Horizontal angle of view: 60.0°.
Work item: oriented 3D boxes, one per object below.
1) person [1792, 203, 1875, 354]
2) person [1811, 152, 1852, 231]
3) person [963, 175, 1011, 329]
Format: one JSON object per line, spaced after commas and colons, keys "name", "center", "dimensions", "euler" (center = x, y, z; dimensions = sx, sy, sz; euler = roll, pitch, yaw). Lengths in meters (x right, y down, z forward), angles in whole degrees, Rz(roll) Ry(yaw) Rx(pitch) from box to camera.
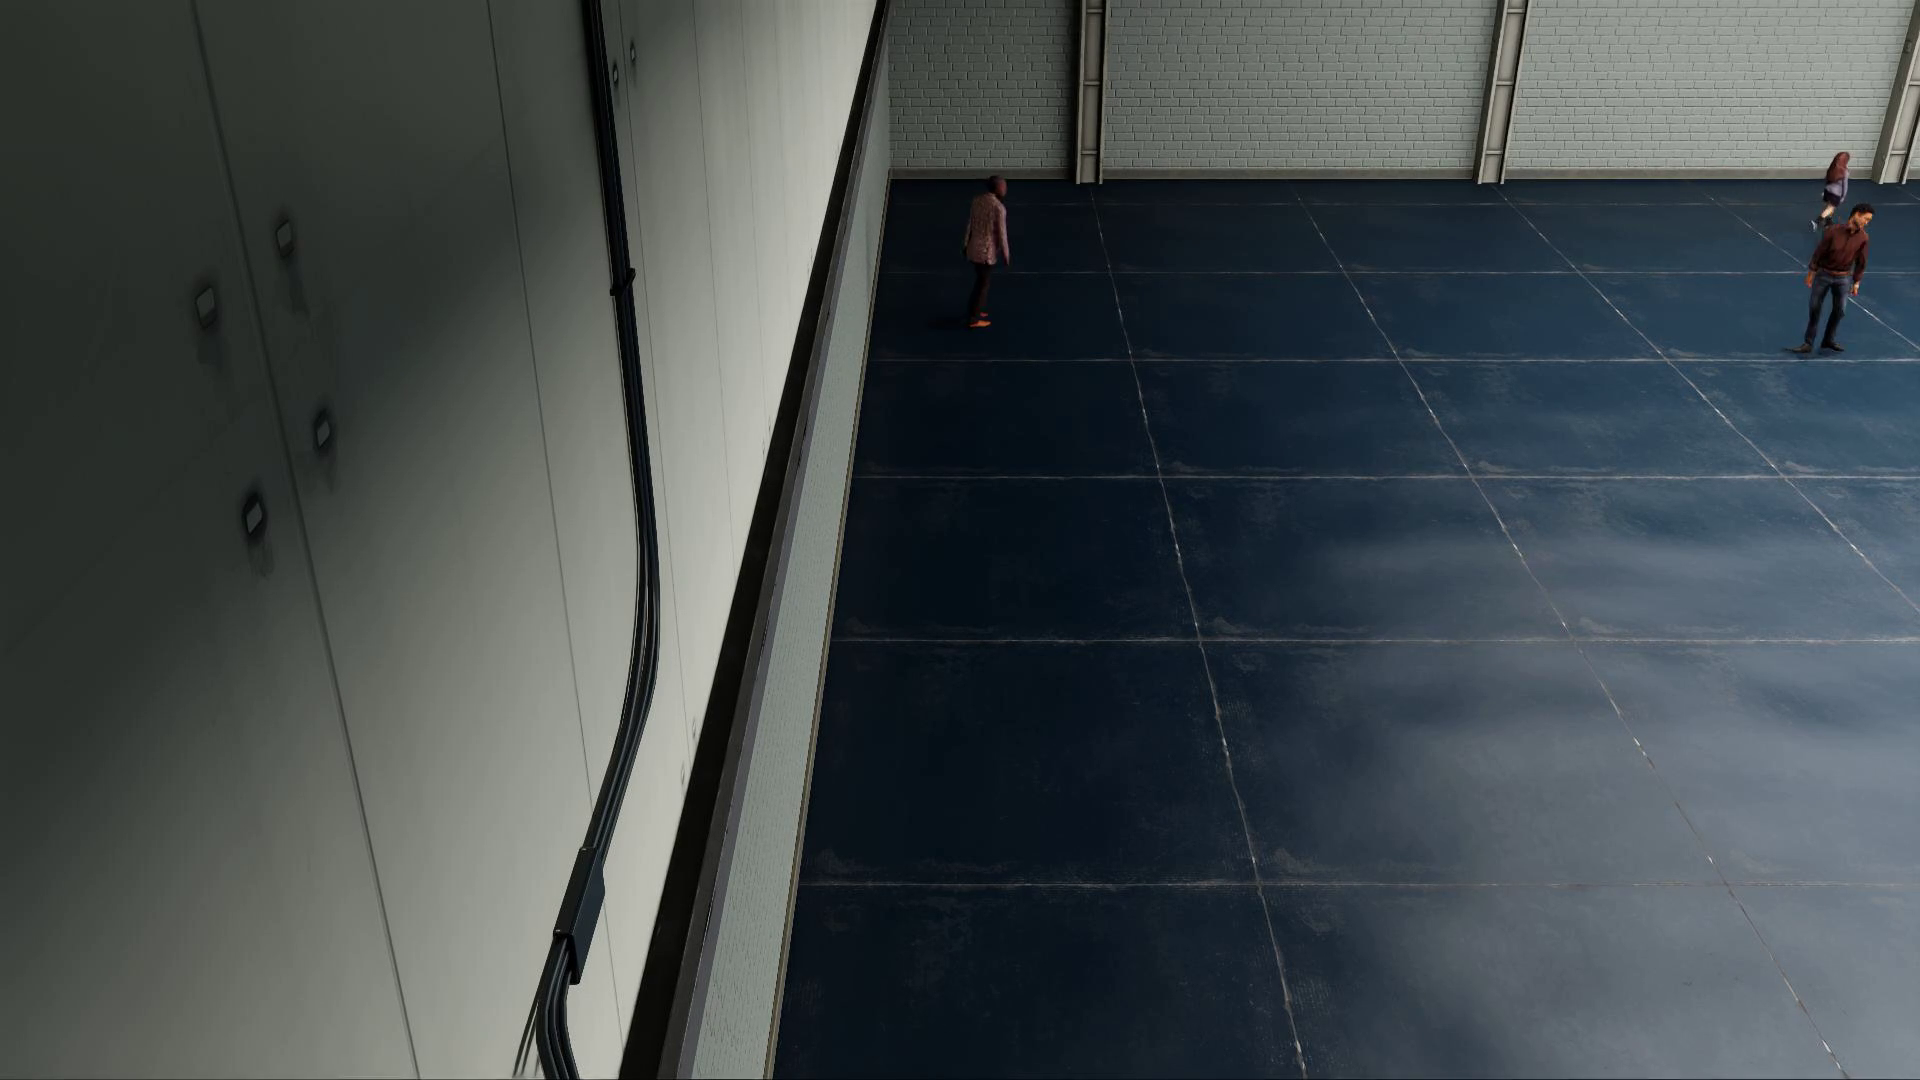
{"name": "person", "center": [9.613, -2.901, 18.430], "dimensions": [0.670, 1.751, 0.868], "euler": [18, 33, 30]}
{"name": "person", "center": [11.804, -4.711, 22.537], "dimensions": [0.829, 1.085, 0.667], "euler": [-13, 31, -22]}
{"name": "person", "center": [0.216, -3.302, 19.156], "dimensions": [0.918, 1.775, 0.873], "euler": [-25, 37, -38]}
